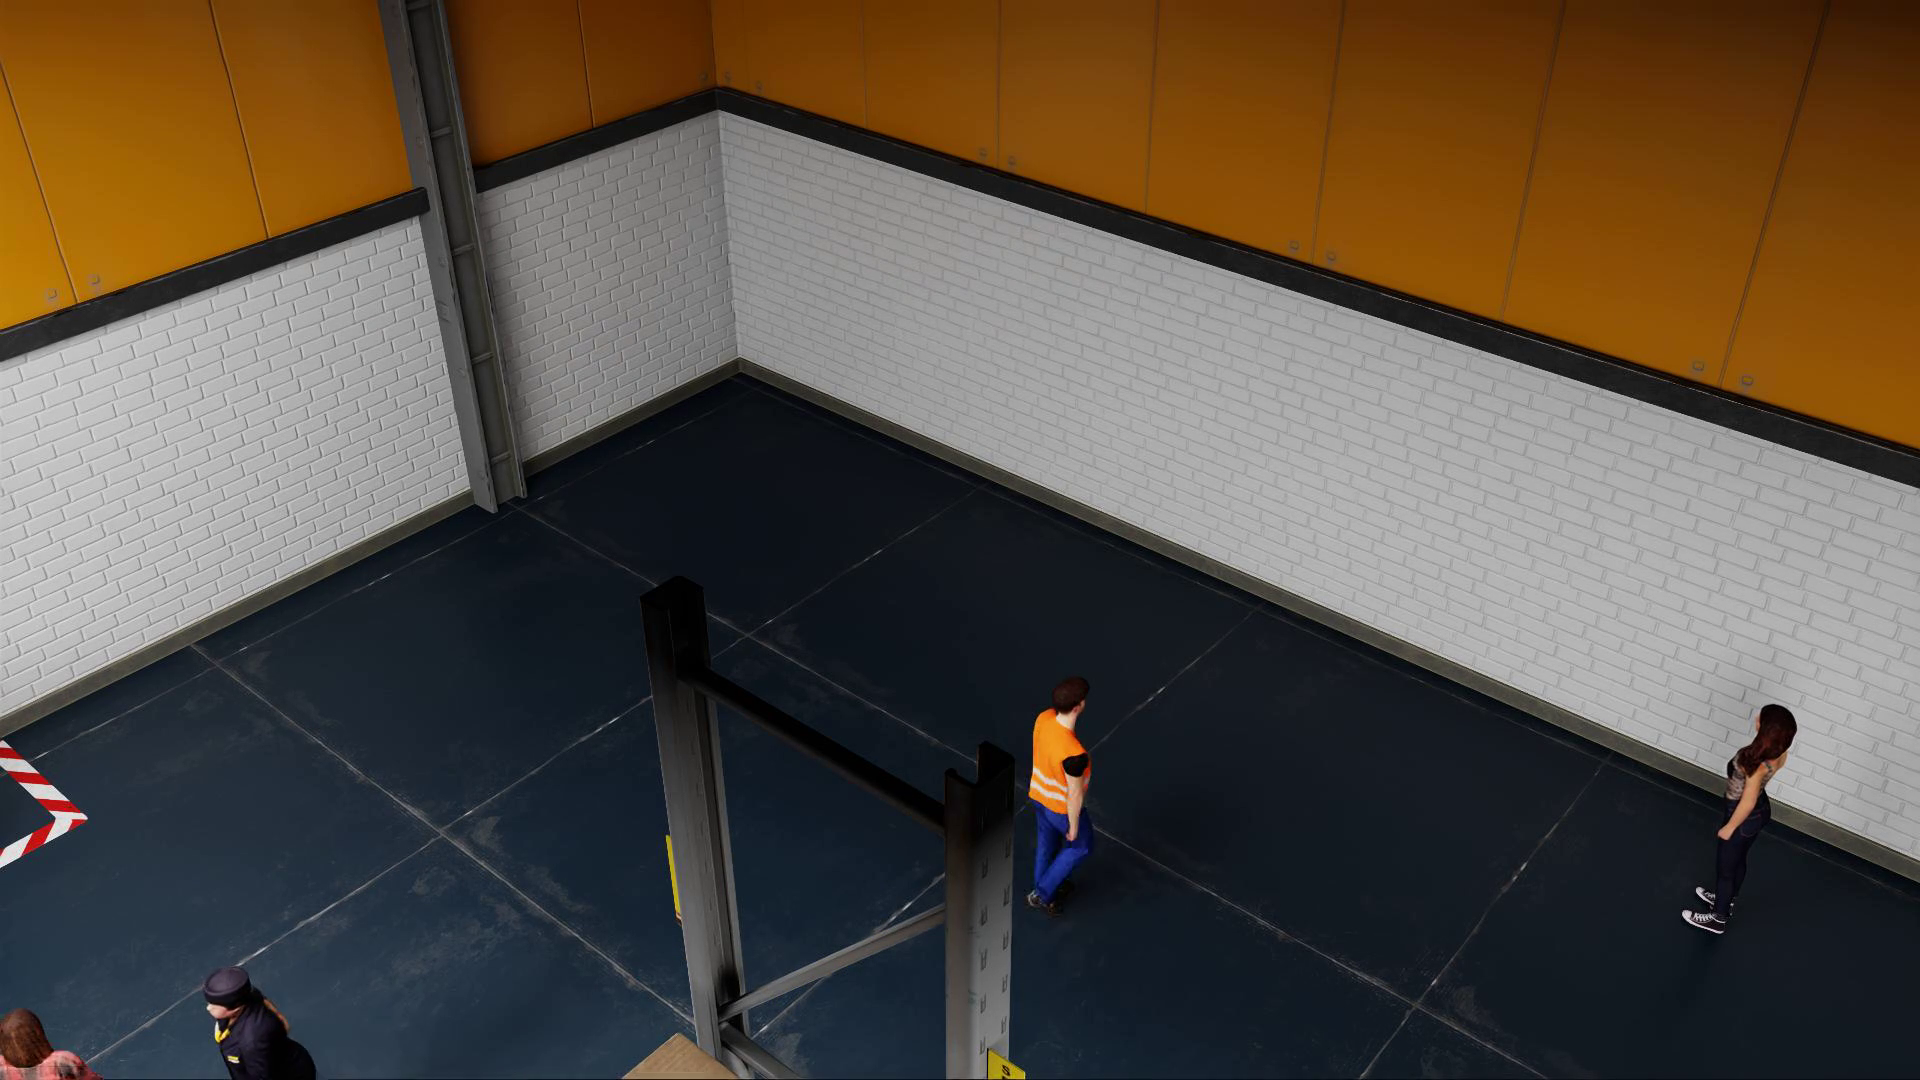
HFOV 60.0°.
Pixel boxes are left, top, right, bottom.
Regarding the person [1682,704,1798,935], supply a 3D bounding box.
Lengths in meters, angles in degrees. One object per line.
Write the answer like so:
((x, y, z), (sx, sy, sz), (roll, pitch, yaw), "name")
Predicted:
((4.985, 1.760, 10.546), (0.660, 1.770, 0.459), (26, 42, 33), "person")

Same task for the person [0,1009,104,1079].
((-4.651, 3.137, 8.579), (1.085, 1.654, 1.151), (-3, 34, -4), "person")

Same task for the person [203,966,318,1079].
((-3.616, 2.869, 8.975), (0.767, 1.661, 0.774), (-23, 40, -31), "person")

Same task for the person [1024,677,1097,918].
((0.558, 1.682, 10.572), (0.829, 1.871, 0.794), (-19, 38, -26), "person")
